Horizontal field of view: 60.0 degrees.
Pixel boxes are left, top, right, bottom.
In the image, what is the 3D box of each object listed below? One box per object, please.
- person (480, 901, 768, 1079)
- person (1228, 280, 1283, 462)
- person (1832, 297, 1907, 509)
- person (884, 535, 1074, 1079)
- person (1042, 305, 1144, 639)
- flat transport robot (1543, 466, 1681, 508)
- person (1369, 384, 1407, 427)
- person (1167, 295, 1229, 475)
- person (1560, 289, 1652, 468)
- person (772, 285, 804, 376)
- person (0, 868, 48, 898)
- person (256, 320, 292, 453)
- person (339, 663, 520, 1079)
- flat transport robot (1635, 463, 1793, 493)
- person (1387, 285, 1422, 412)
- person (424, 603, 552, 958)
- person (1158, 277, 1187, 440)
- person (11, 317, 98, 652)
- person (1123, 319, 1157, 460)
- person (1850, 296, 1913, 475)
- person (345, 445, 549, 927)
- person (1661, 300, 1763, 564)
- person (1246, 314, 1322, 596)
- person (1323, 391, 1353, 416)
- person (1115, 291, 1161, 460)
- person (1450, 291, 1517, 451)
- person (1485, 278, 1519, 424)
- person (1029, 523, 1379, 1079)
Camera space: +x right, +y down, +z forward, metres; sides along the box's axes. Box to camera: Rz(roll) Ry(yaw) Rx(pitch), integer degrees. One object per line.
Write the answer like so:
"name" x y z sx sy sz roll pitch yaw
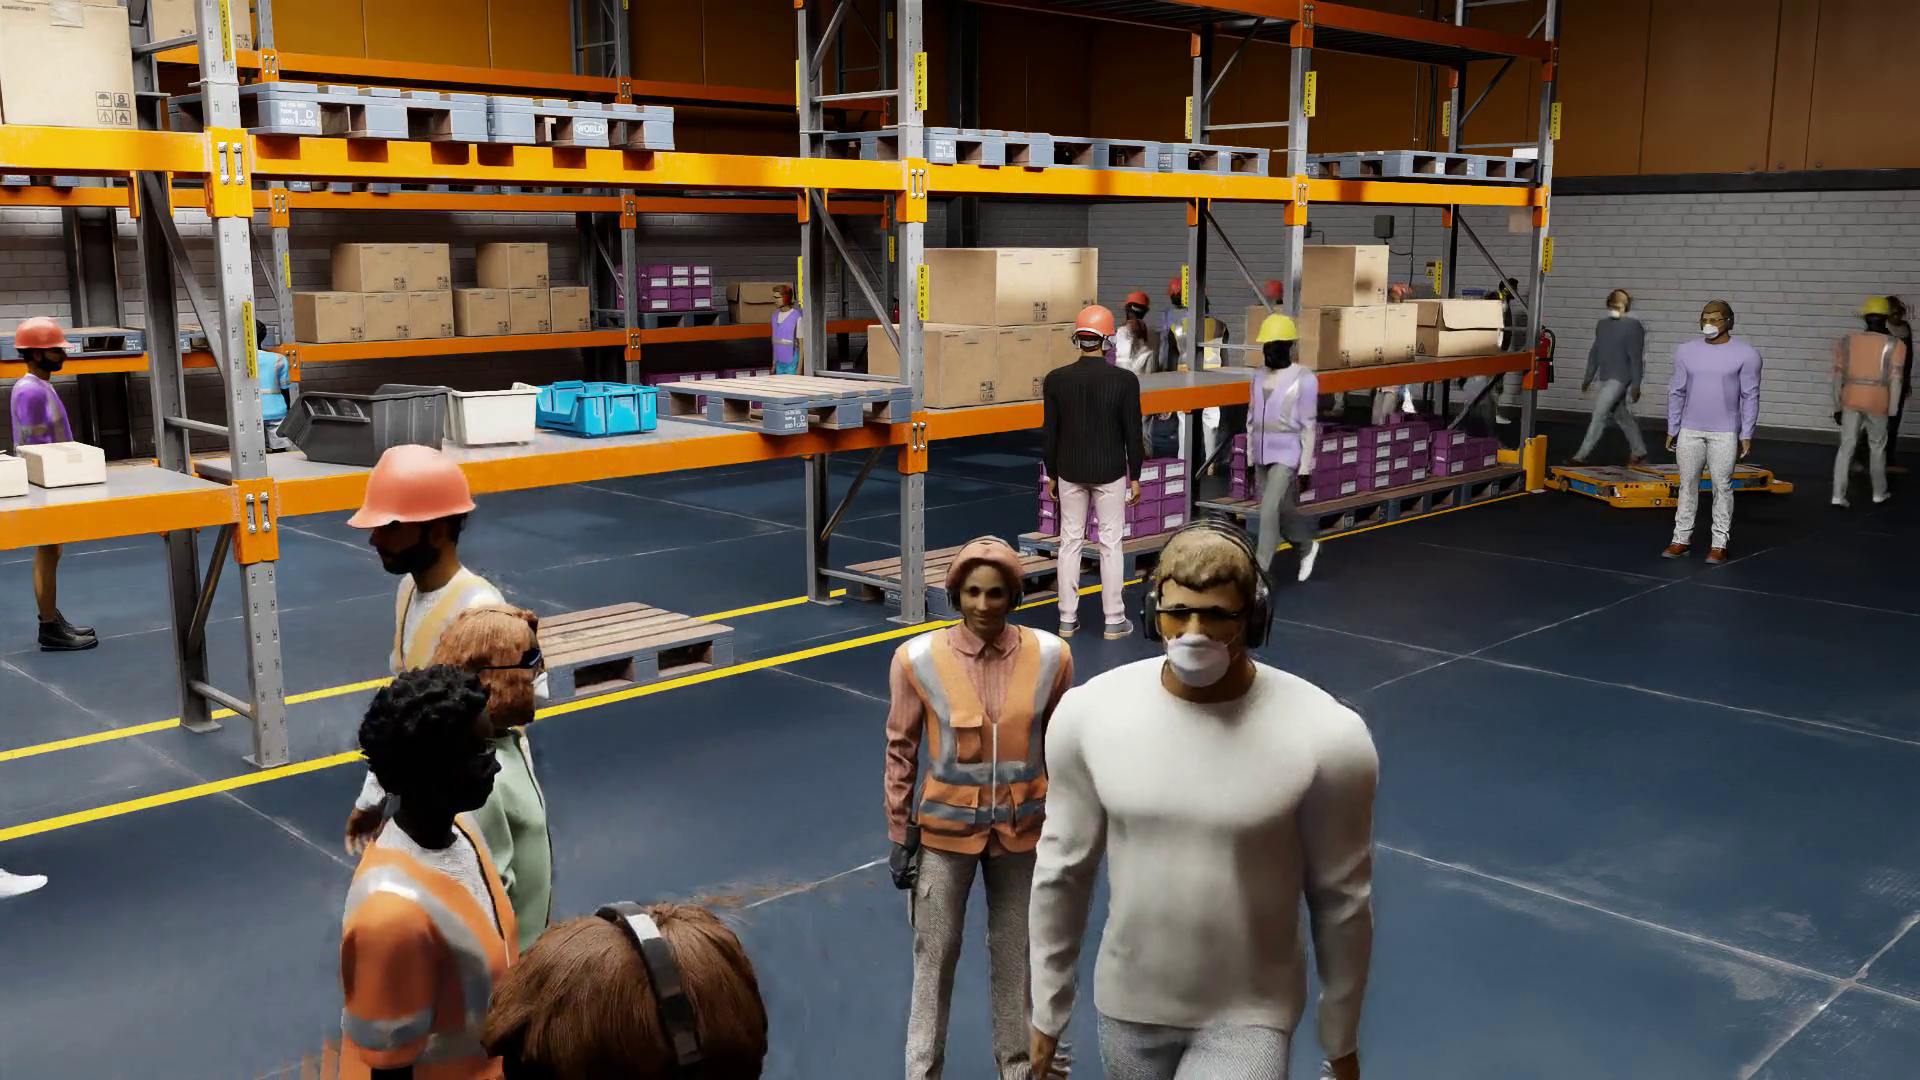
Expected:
"person" -0.256 1.215 1.601 0.464 1.827 0.648 -9 13 -39
"person" 3.246 -1.771 17.630 1.041 1.929 0.633 -6 12 -30
"person" 8.019 -1.207 14.722 1.019 1.863 0.591 -10 15 -44
"person" 0.058 0.794 4.417 0.523 1.636 0.311 -2 11 -12
"person" 0.794 -0.396 9.928 0.612 1.995 0.376 3 11 17
"flat transport robot" 5.991 -0.502 15.209 0.652 0.197 1.431 -2 11 -8
"person" 4.465 -1.525 17.094 0.504 1.617 0.528 -3 11 -17
"person" 2.377 -1.560 16.692 0.621 1.845 0.430 0 10 1
"person" 6.679 -1.619 16.950 1.043 1.873 0.708 -2 11 -10
"person" -1.963 -2.012 19.158 0.389 1.841 0.564 -9 14 -40
"person" -3.685 0.481 5.608 0.652 1.845 0.964 8 13 36
"person" -6.036 -1.058 14.368 0.534 1.694 0.321 -7 13 -34
"person" -1.019 1.035 3.018 0.722 1.675 0.542 -1 10 -6
"flat transport robot" 6.975 -0.578 15.624 1.431 0.197 0.652 -1 11 -8
"person" 4.972 -1.993 19.062 1.009 1.827 0.570 -6 12 -29
"person" -0.997 0.938 3.642 0.279 1.633 0.505 -3 11 -15
"person" 2.565 -2.119 19.536 0.572 1.913 0.418 9 14 41
"person" -5.292 -0.324 9.689 0.364 1.939 0.542 -5 12 -27
"person" 1.635 -1.241 15.504 0.315 1.640 0.515 -7 13 -35
"person" 9.292 -1.538 16.692 0.640 1.808 0.362 -5 12 -26
"person" -1.345 0.692 4.299 0.976 1.881 0.556 -6 12 -30
"person" 5.520 -0.794 12.251 0.637 1.938 0.355 10 14 42
"person" 2.162 -0.570 11.153 0.868 1.899 0.601 -6 12 -31
"person" 5.071 -2.550 22.182 0.495 1.824 0.687 1 10 6
"person" 1.691 -1.361 15.505 0.654 1.887 0.624 10 15 44
"person" 5.635 -1.798 18.105 1.000 1.816 0.559 -2 11 -12
"person" 6.963 -2.428 21.365 0.311 1.864 0.533 3 11 14
"person" 0.458 0.888 3.213 0.641 1.893 1.037 5 11 24
